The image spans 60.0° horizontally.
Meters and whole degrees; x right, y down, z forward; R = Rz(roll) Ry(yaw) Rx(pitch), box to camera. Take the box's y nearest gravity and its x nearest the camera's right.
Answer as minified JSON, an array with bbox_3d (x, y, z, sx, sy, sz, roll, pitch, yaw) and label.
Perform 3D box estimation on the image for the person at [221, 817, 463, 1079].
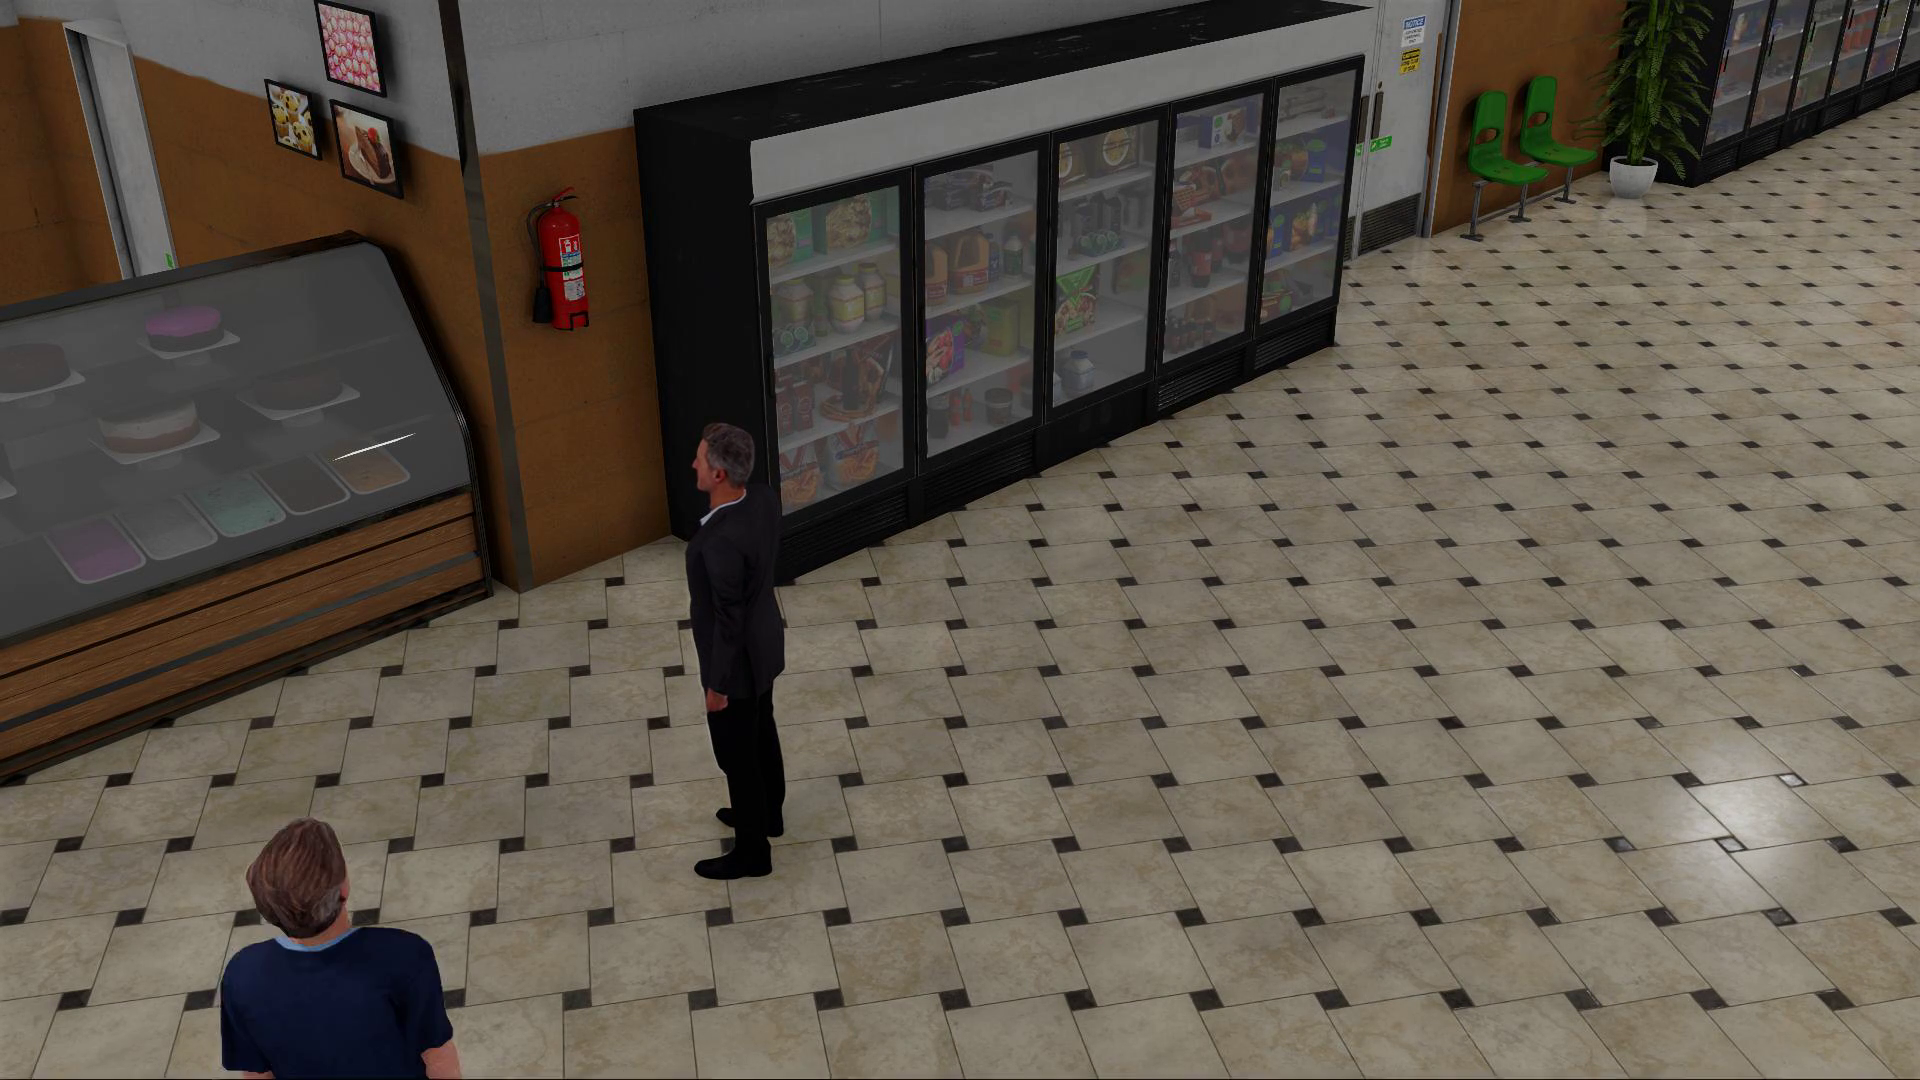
[{"bbox_3d":[-1.419,1.515,4.005,1.121,1.842,1.188,-1,27,-2],"label":"person"}]

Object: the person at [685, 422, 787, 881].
[{"bbox_3d":[-0.828,0.410,6.183,0.830,1.842,0.804,3,27,7],"label":"person"}]
